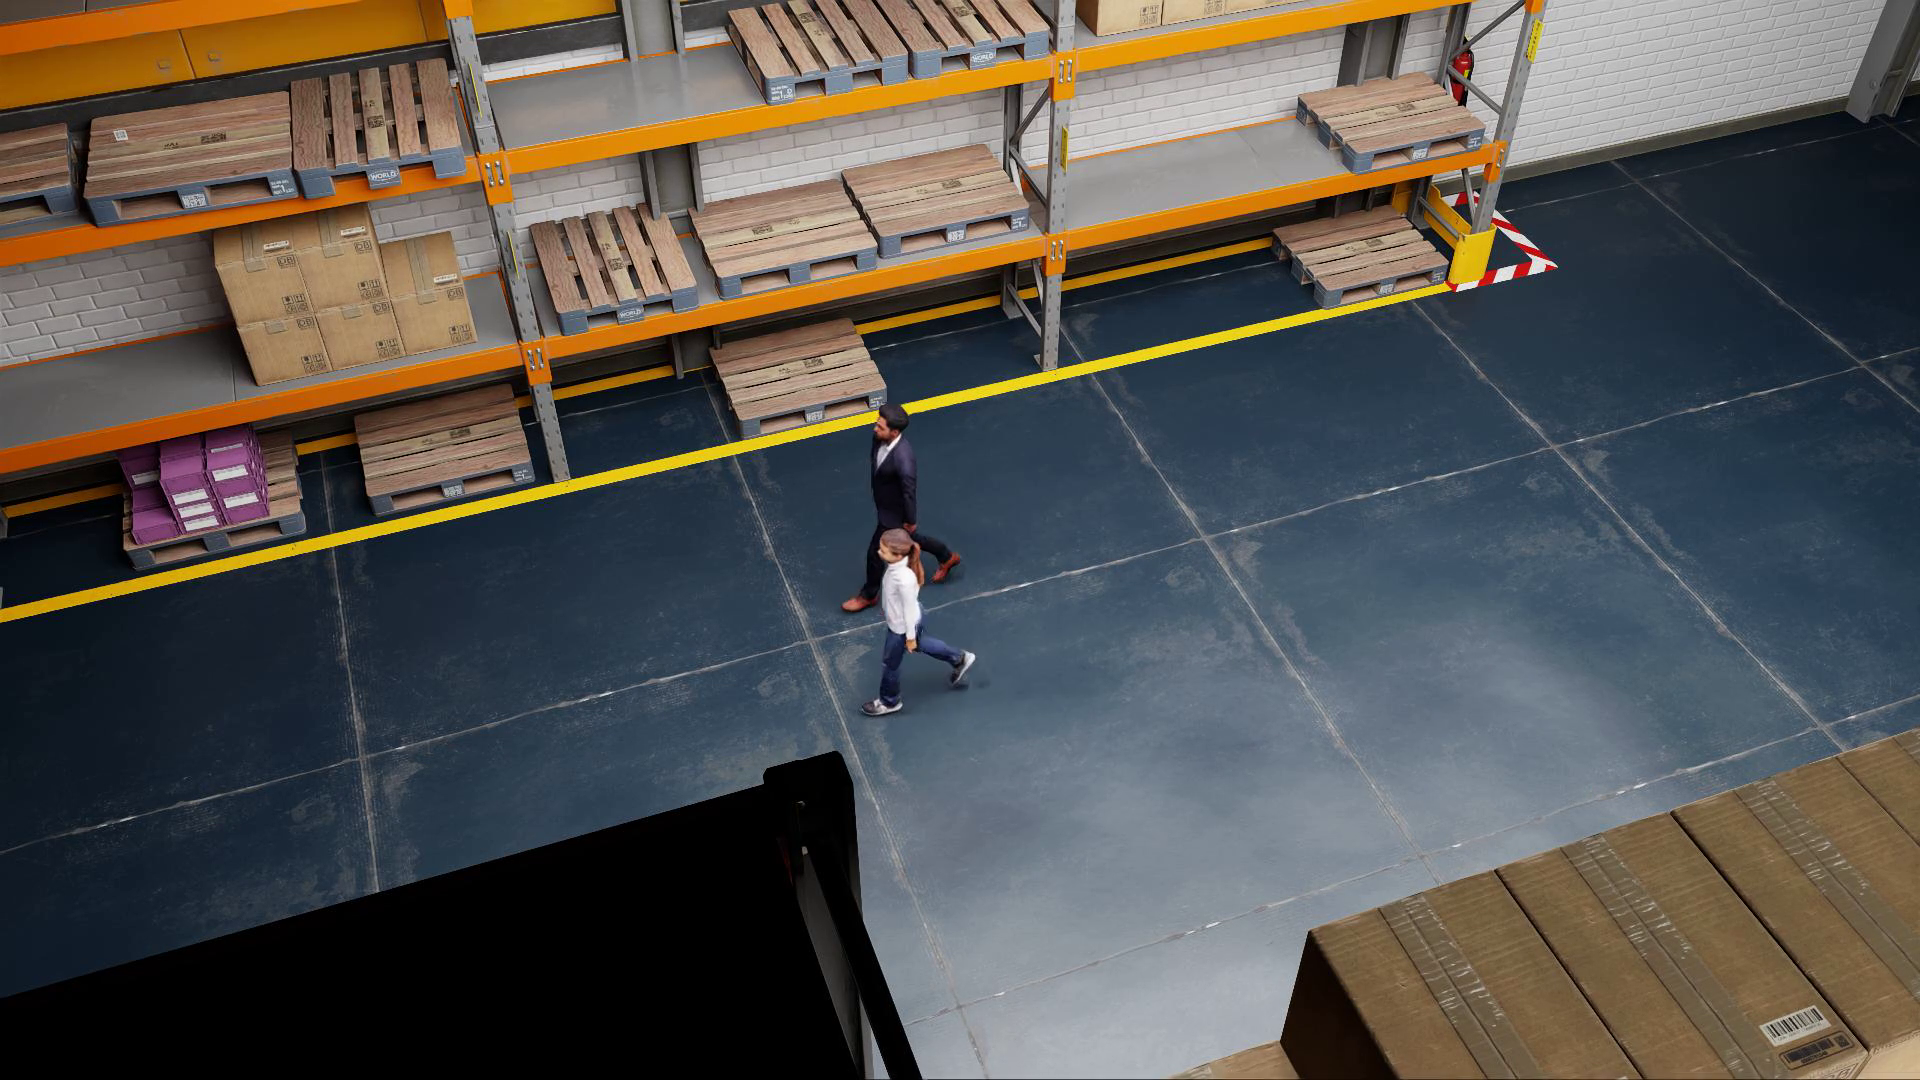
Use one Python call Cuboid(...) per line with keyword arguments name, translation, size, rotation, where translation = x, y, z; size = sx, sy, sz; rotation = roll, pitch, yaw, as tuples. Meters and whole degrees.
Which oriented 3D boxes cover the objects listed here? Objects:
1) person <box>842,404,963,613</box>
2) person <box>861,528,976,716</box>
Cuboid(name="person", translation=(-0.358, -0.236, 11.174), size=(1.130, 1.693, 0.673), rotation=(-15, 46, -16))
Cuboid(name="person", translation=(-0.268, 0.502, 10.514), size=(1.028, 1.535, 0.610), rotation=(-8, 44, -9))
